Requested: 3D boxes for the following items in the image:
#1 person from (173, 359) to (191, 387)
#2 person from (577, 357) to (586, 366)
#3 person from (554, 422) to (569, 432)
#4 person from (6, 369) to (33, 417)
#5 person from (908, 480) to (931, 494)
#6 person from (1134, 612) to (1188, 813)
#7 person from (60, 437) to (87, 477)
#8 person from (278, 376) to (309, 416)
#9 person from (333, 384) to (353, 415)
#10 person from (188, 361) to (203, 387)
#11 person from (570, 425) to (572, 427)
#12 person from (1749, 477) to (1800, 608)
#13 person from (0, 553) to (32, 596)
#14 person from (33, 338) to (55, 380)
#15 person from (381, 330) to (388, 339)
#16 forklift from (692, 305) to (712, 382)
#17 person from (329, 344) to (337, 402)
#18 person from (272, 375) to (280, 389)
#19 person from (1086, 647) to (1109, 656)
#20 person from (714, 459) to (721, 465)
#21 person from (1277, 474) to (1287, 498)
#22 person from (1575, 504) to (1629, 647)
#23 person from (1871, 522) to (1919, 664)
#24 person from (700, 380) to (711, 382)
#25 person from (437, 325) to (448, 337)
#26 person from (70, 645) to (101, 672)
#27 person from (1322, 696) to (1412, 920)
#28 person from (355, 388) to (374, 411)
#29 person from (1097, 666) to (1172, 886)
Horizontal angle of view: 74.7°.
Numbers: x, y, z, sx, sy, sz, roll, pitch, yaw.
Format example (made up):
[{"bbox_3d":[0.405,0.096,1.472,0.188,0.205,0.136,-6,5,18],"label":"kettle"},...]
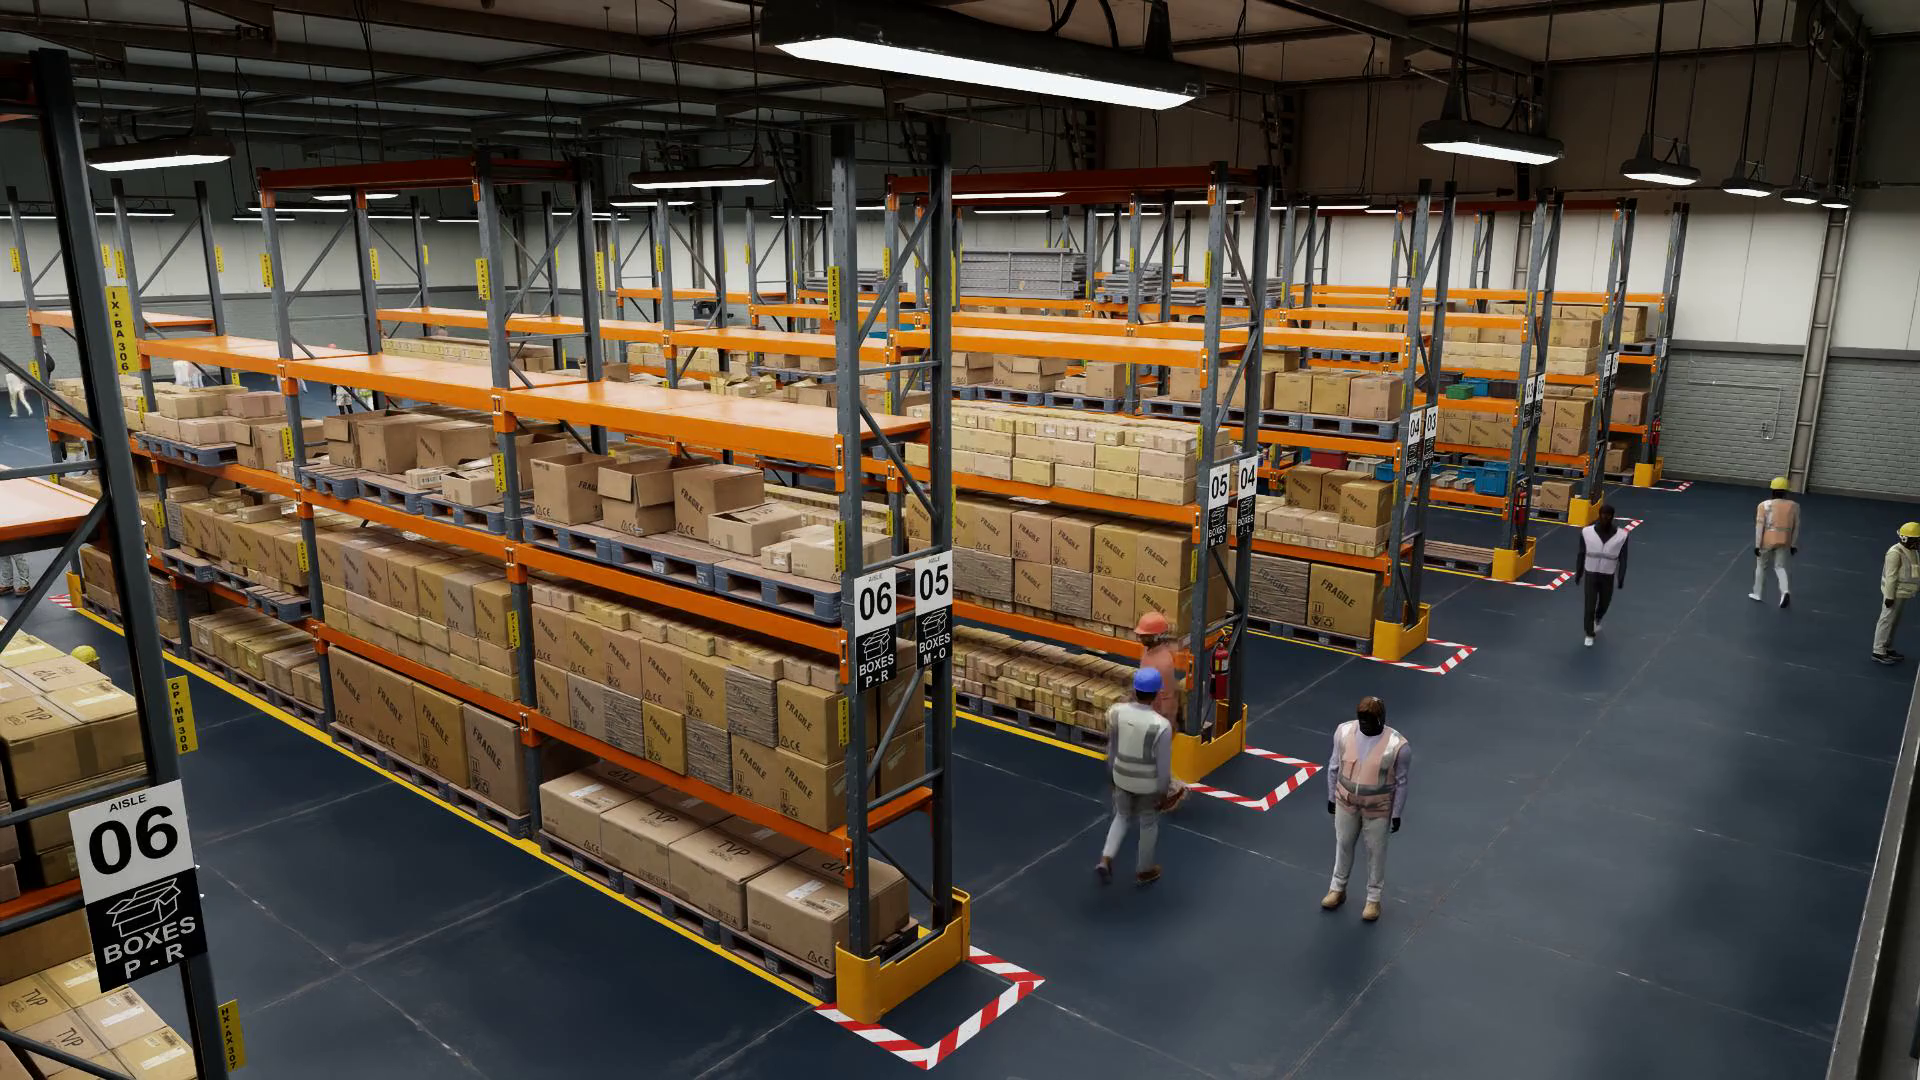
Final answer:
[{"bbox_3d":[-23.967,-4.907,38.883,1.015,1.897,0.649,0,14,0],"label":"person"},{"bbox_3d":[-11.142,-4.508,37.328,0.329,1.844,0.516,-3,14,-10],"label":"person"},{"bbox_3d":[-9.378,-2.667,29.617,0.763,1.913,0.639,8,16,31],"label":"person"},{"bbox_3d":[-28.230,-4.480,37.715,0.774,1.604,0.510,4,14,17],"label":"person"},{"bbox_3d":[-0.526,-0.333,20.068,0.985,1.883,0.549,9,16,32],"label":"person"},{"bbox_3d":[1.821,1.621,11.834,0.453,1.978,0.632,-1,14,-6],"label":"person"},{"bbox_3d":[-18.690,-1.888,26.558,0.429,1.841,0.633,1,14,5],"label":"person"},{"bbox_3d":[-19.296,-4.309,36.485,0.985,1.854,0.655,6,15,24],"label":"person"},{"bbox_3d":[-17.465,-4.153,35.615,0.364,1.965,0.609,8,16,29],"label":"person"},{"bbox_3d":[-25.345,-5.533,41.709,0.321,1.767,0.544,1,14,3],"label":"person"},{"bbox_3d":[-11.105,-3.727,34.631,0.875,1.582,0.534,-9,16,-33],"label":"person"},{"bbox_3d":[12.038,0.037,18.538,0.599,1.902,0.764,2,14,6],"label":"person"},{"bbox_3d":[-14.457,-0.116,19.064,0.627,1.941,0.371,1,14,6],"label":"person"},{"bbox_3d":[-30.286,-5.651,41.711,0.536,2.000,0.672,-7,16,-28],"label":"person"},{"bbox_3d":[-22.966,-7.574,50.370,0.515,1.639,0.315,9,16,32],"label":"person"},{"bbox_3d":[-9.511,-7.392,47.124,1.873,2.768,1.129,11,17,38],"label":"forklift"},{"bbox_3d":[-20.236,-5.387,40.764,0.578,1.925,0.401,-9,17,-34],"label":"person"},{"bbox_3d":[-21.615,-5.221,40.000,0.427,1.976,0.692,-1,14,-3],"label":"person"},{"bbox_3d":[2.114,0.613,16.256,1.019,1.850,0.646,5,15,21],"label":"person"},{"bbox_3d":[-5.596,-2.284,28.042,0.585,1.915,0.393,6,15,23],"label":"person"},{"bbox_3d":[4.900,-0.090,19.125,0.555,1.857,0.402,-11,18,-38],"label":"person"},{"bbox_3d":[8.626,0.423,16.965,0.596,1.891,0.840,6,15,22],"label":"person"},{"bbox_3d":[12.003,0.662,16.085,0.600,1.830,0.404,-9,17,-34],"label":"person"},{"bbox_3d":[-6.989,-3.984,35.163,0.517,1.854,0.649,-2,14,-9],"label":"person"},{"bbox_3d":[-21.878,-8.307,53.197,0.532,1.742,0.790,5,15,21],"label":"person"},{"bbox_3d":[-7.943,1.810,11.574,0.483,1.737,0.320,3,14,13],"label":"person"},{"bbox_3d":[3.233,2.121,10.070,0.625,1.843,0.430,10,17,36],"label":"person"},{"bbox_3d":[-16.701,-4.031,35.499,0.627,1.794,0.976,0,14,0],"label":"person"},{"bbox_3d":[1.444,1.991,10.411,0.618,1.931,0.636,11,17,38],"label":"person"}]
